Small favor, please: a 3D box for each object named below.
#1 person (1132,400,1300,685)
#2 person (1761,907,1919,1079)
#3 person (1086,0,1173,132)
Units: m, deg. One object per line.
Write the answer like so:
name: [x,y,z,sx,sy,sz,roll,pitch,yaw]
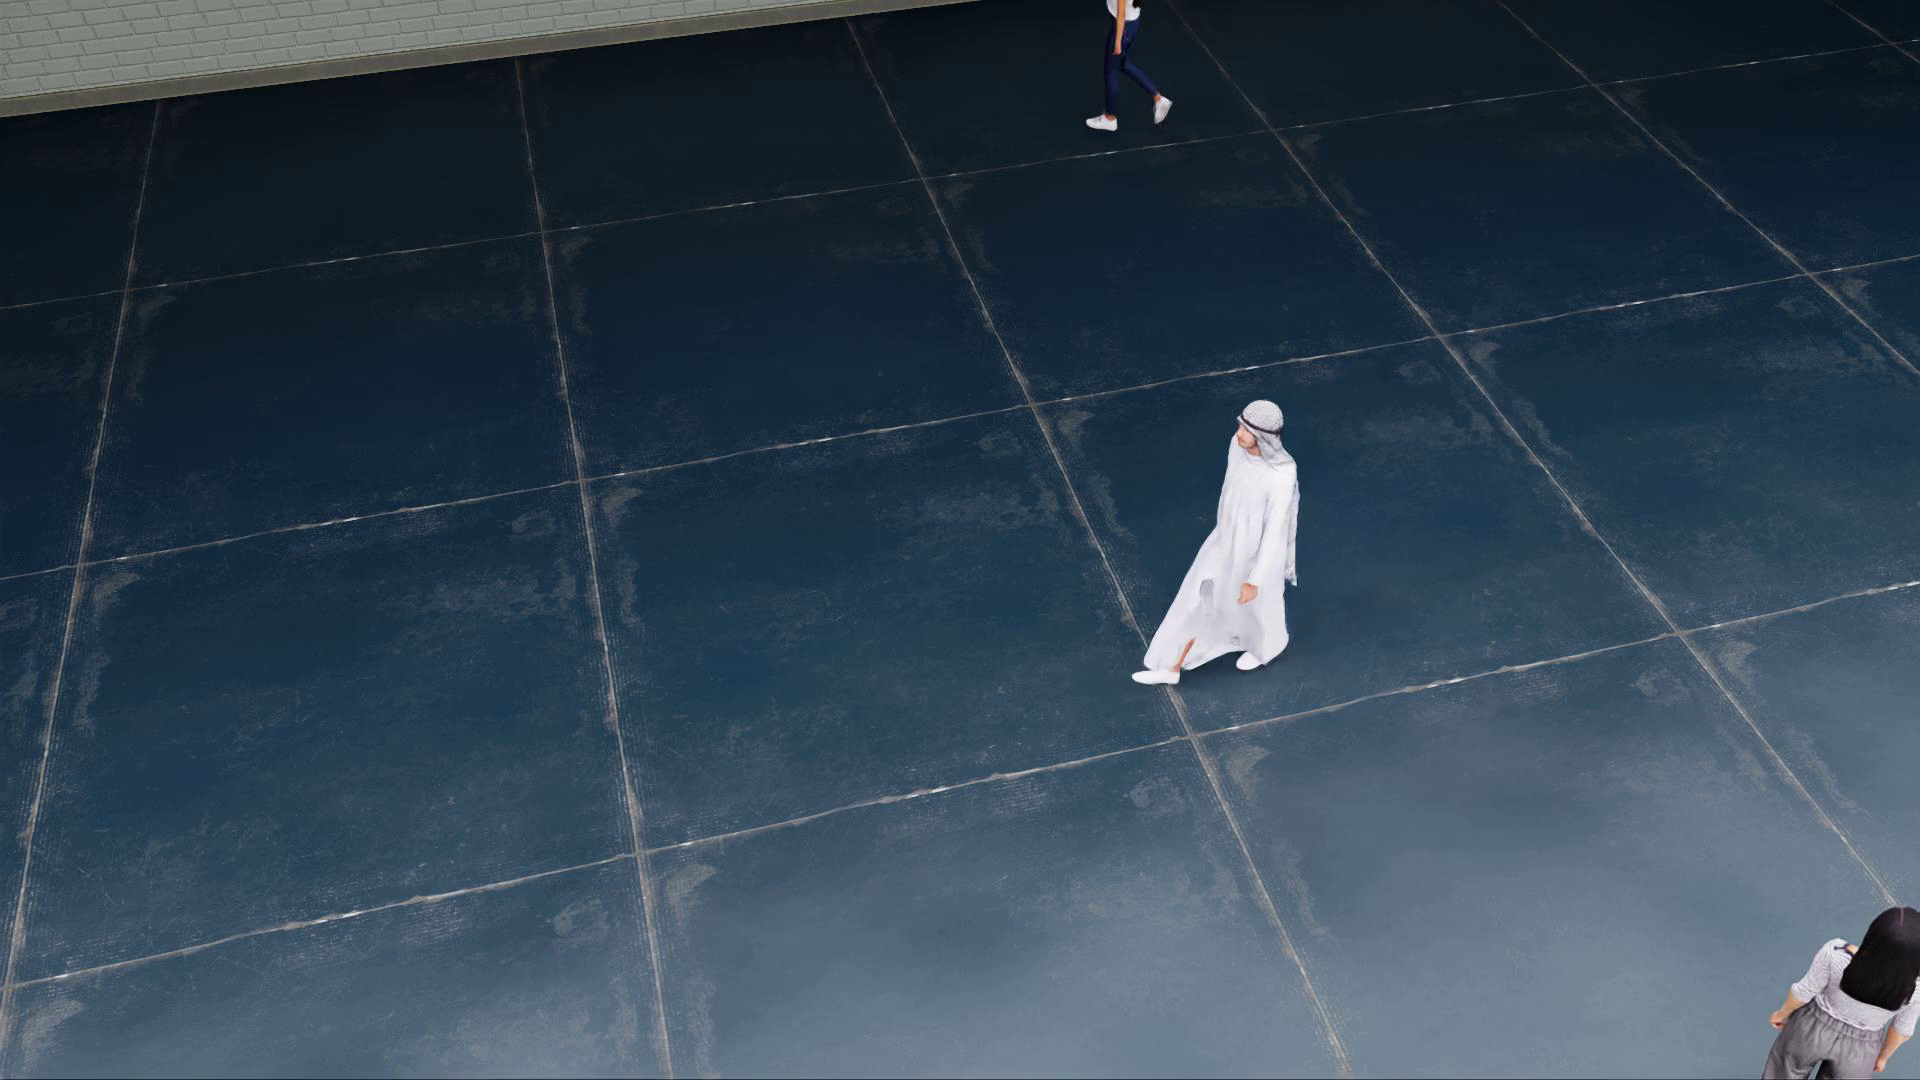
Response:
person: [1.597,0.027,8.775,0.965,1.886,1.230,-21,47,-21]
person: [3.531,2.035,6.738,0.665,1.732,0.737,24,48,24]
person: [1.391,-4.035,13.219,0.984,1.759,0.966,16,45,16]
